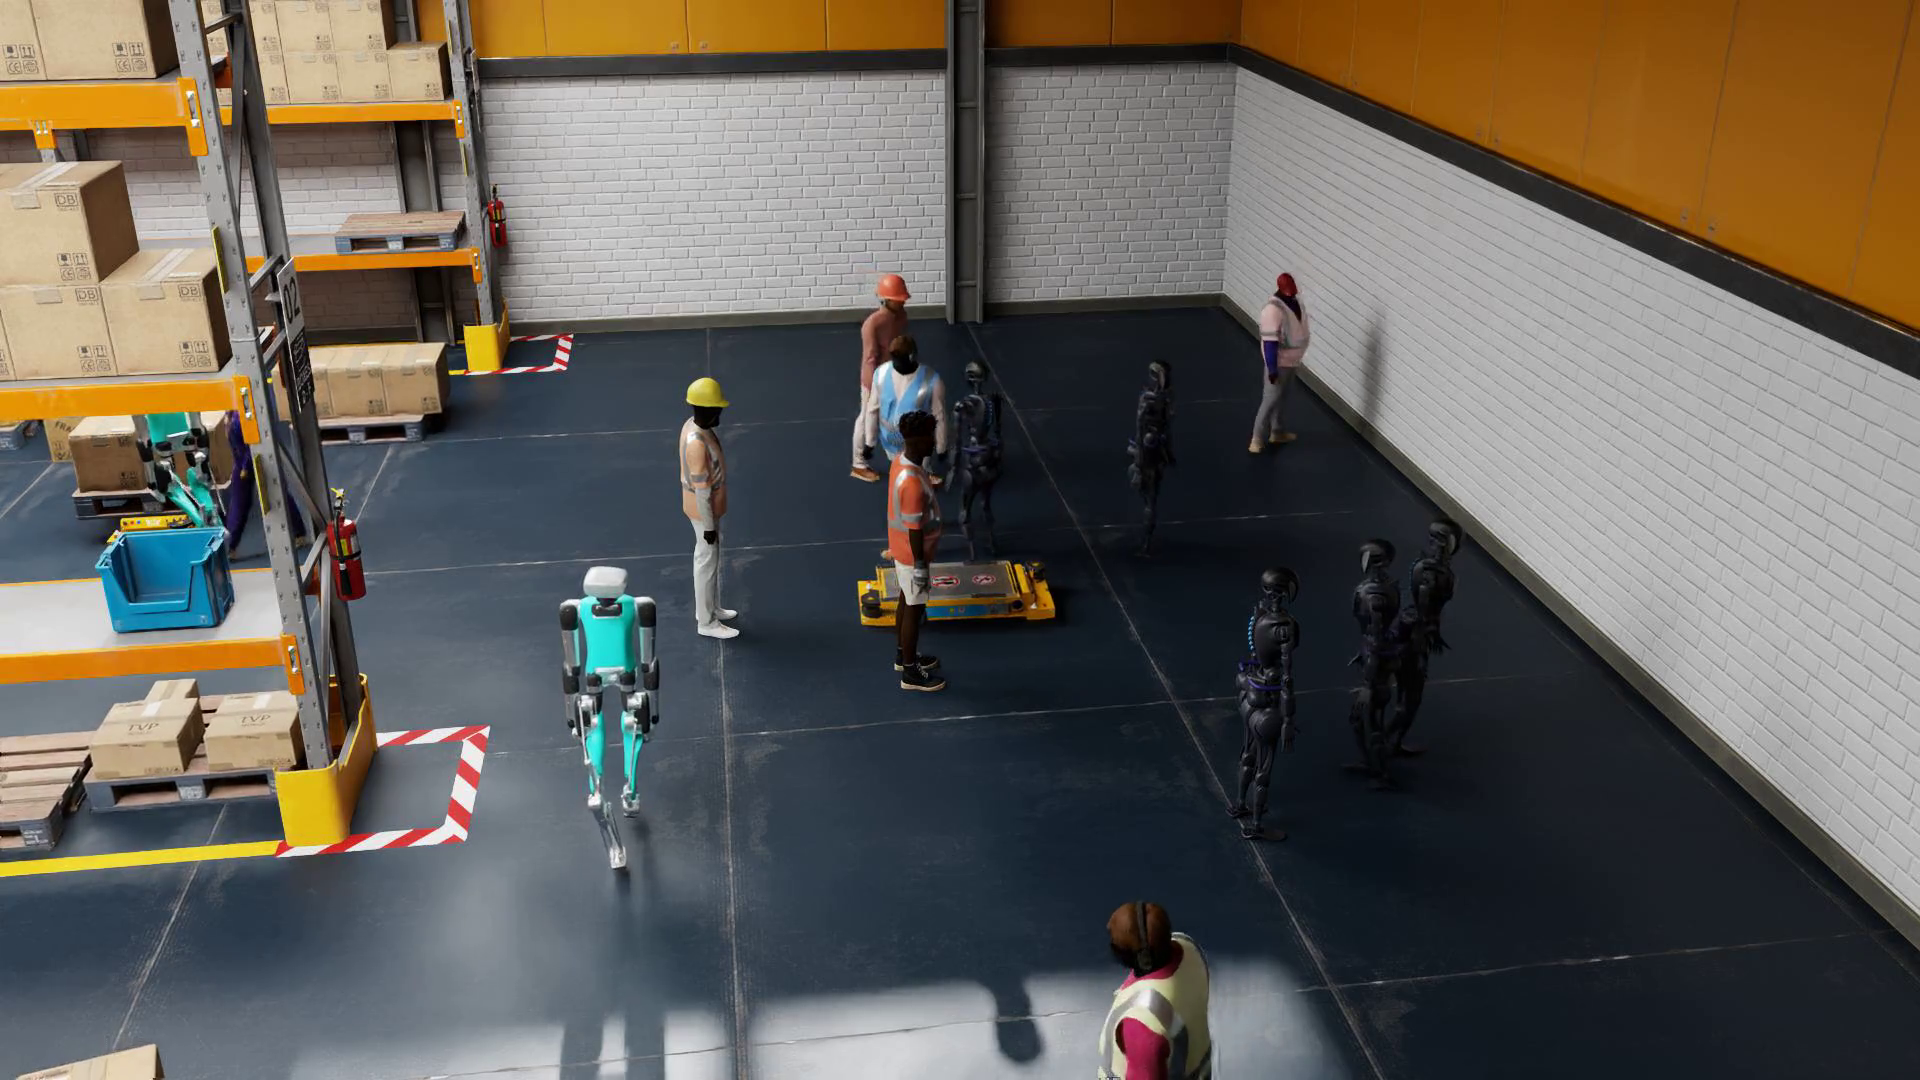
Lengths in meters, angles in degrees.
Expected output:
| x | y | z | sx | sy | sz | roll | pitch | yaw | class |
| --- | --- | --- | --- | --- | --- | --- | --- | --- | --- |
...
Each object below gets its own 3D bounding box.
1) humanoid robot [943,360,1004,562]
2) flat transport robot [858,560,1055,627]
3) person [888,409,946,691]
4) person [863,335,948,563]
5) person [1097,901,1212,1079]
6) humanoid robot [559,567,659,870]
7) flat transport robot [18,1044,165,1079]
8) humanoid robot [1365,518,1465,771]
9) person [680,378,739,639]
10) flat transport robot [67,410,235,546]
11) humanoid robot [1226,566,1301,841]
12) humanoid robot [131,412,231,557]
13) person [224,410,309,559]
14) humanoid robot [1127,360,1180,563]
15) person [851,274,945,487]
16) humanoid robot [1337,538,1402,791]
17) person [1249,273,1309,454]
| x | y | z | sx | sy | sz | roll | pitch | yaw | class |
| --- | --- | --- | --- | --- | --- | --- | --- | --- | --- |
| 0.147 | -0.608 | 13.027 | 0.362 | 1.636 | 0.586 | 19 | 30 | 36 | humanoid robot |
| -0.038 | 0.402 | 12.480 | 1.431 | 0.231 | 0.659 | -2 | 24 | -5 | flat transport robot |
| -0.297 | 0.056 | 11.158 | 0.361 | 1.963 | 0.614 | -4 | 24 | -8 | person |
| -0.424 | -0.773 | 13.292 | 0.625 | 1.789 | 0.981 | 12 | 26 | 25 | person |
| 0.738 | 2.174 | 6.515 | 0.457 | 1.818 | 0.647 | 13 | 27 | 27 | person |
| -1.917 | 1.039 | 9.214 | 0.549 | 1.739 | 1.034 | -4 | 24 | -8 | humanoid robot |
| -3.593 | 2.953 | 6.669 | 1.431 | 0.231 | 0.659 | 12 | 26 | 25 | flat transport robot |
| 2.777 | 0.626 | 10.226 | 0.438 | 1.646 | 0.598 | 13 | 27 | 26 | humanoid robot |
| -1.788 | -0.234 | 11.871 | 0.371 | 1.923 | 0.594 | -4 | 24 | -8 | person |
| -6.648 | -0.290 | 14.056 | 0.659 | 0.231 | 1.431 | -3 | 24 | -8 | flat transport robot |
| 1.762 | 0.913 | 9.548 | 0.315 | 1.657 | 0.599 | -3 | 24 | -8 | humanoid robot |
| -5.796 | -0.419 | 12.584 | 0.771 | 1.827 | 0.543 | 18 | 30 | 35 | humanoid robot |
| -5.643 | -0.602 | 13.126 | 0.458 | 1.580 | 0.816 | 20 | 31 | 39 | person |
| 1.529 | -0.639 | 13.112 | 0.488 | 1.647 | 0.612 | 15 | 28 | 31 | humanoid robot |
| -0.582 | -1.358 | 14.413 | 1.034 | 1.930 | 0.609 | 17 | 29 | 34 | person |
| 2.502 | 0.759 | 9.929 | 0.396 | 1.643 | 0.603 | 5 | 24 | 11 | humanoid robot |
| 2.997 | -1.656 | 15.383 | 0.415 | 1.715 | 0.673 | 17 | 29 | 33 | person |
